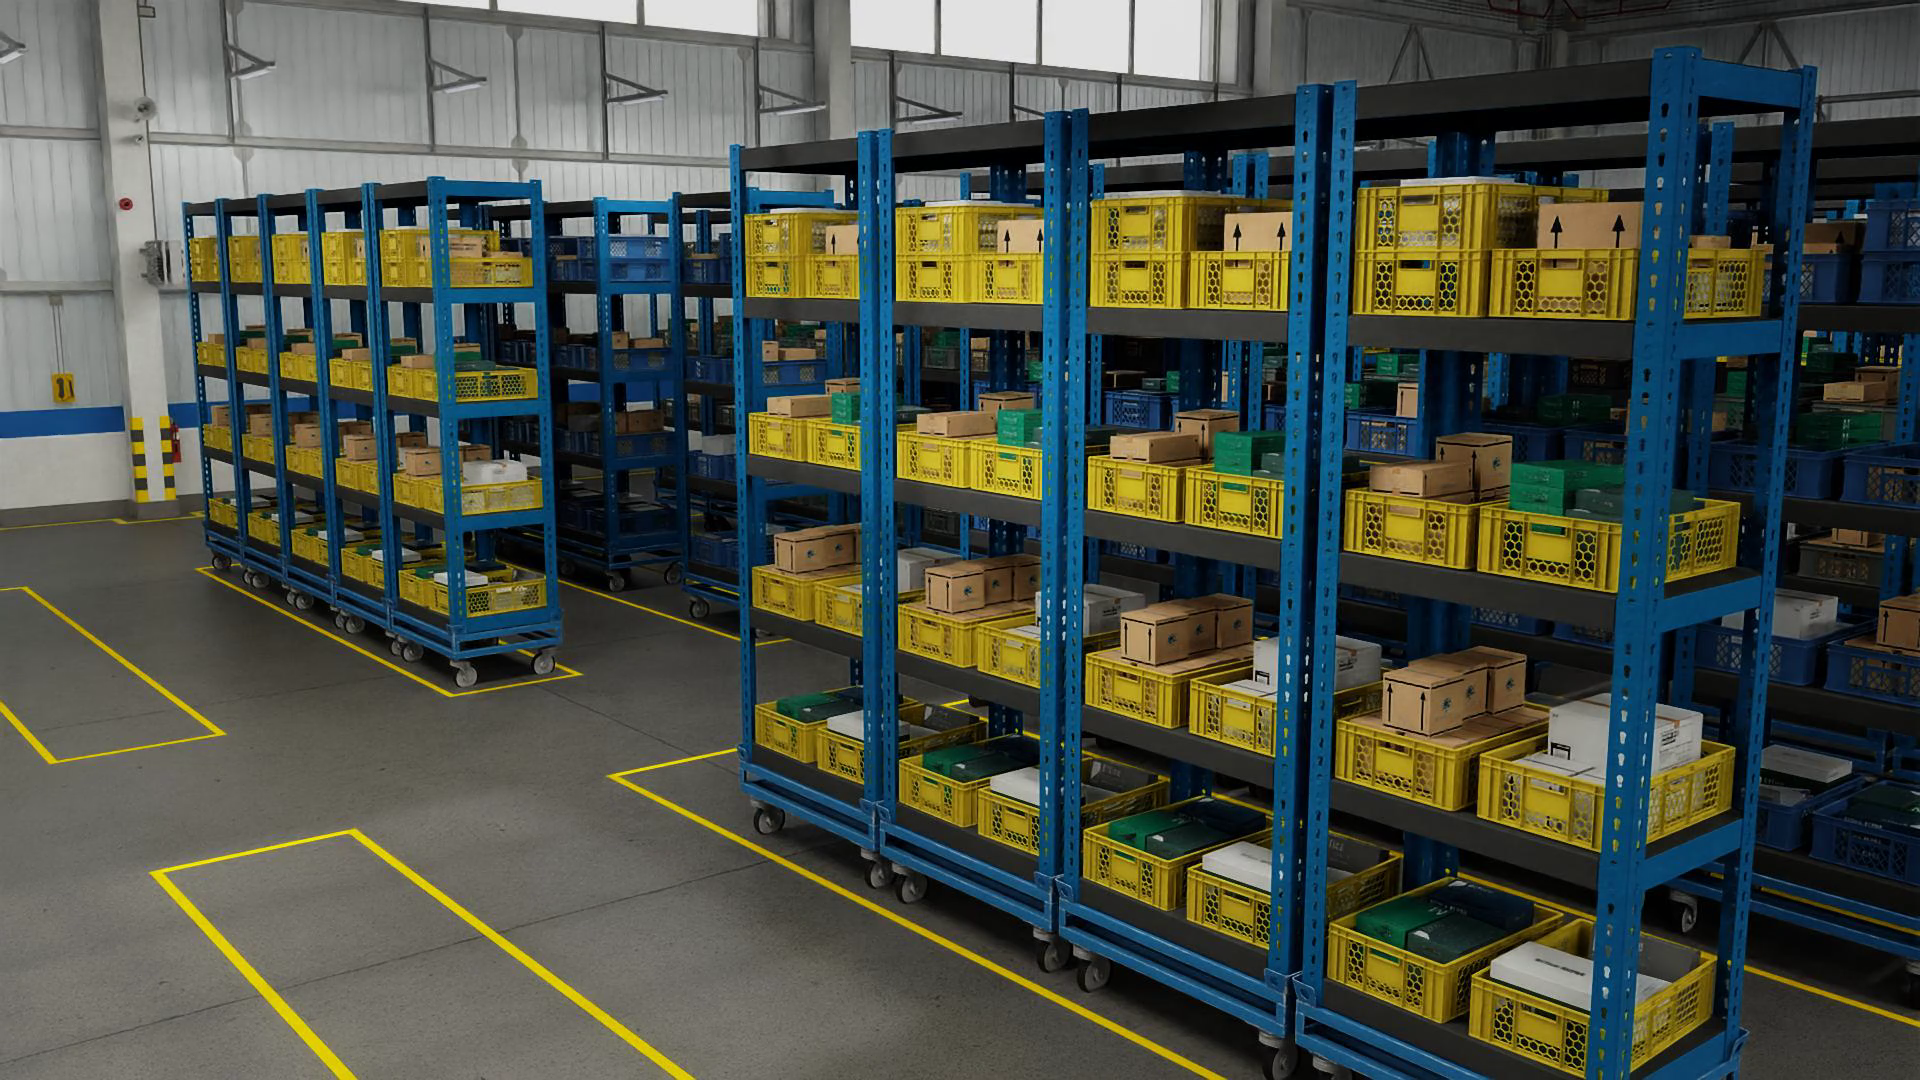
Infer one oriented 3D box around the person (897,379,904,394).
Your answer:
[{"bbox_3d":[-0.812,-0.957,18.602,0.634,1.791,0.598,3,10,19],"label":"person"}]
